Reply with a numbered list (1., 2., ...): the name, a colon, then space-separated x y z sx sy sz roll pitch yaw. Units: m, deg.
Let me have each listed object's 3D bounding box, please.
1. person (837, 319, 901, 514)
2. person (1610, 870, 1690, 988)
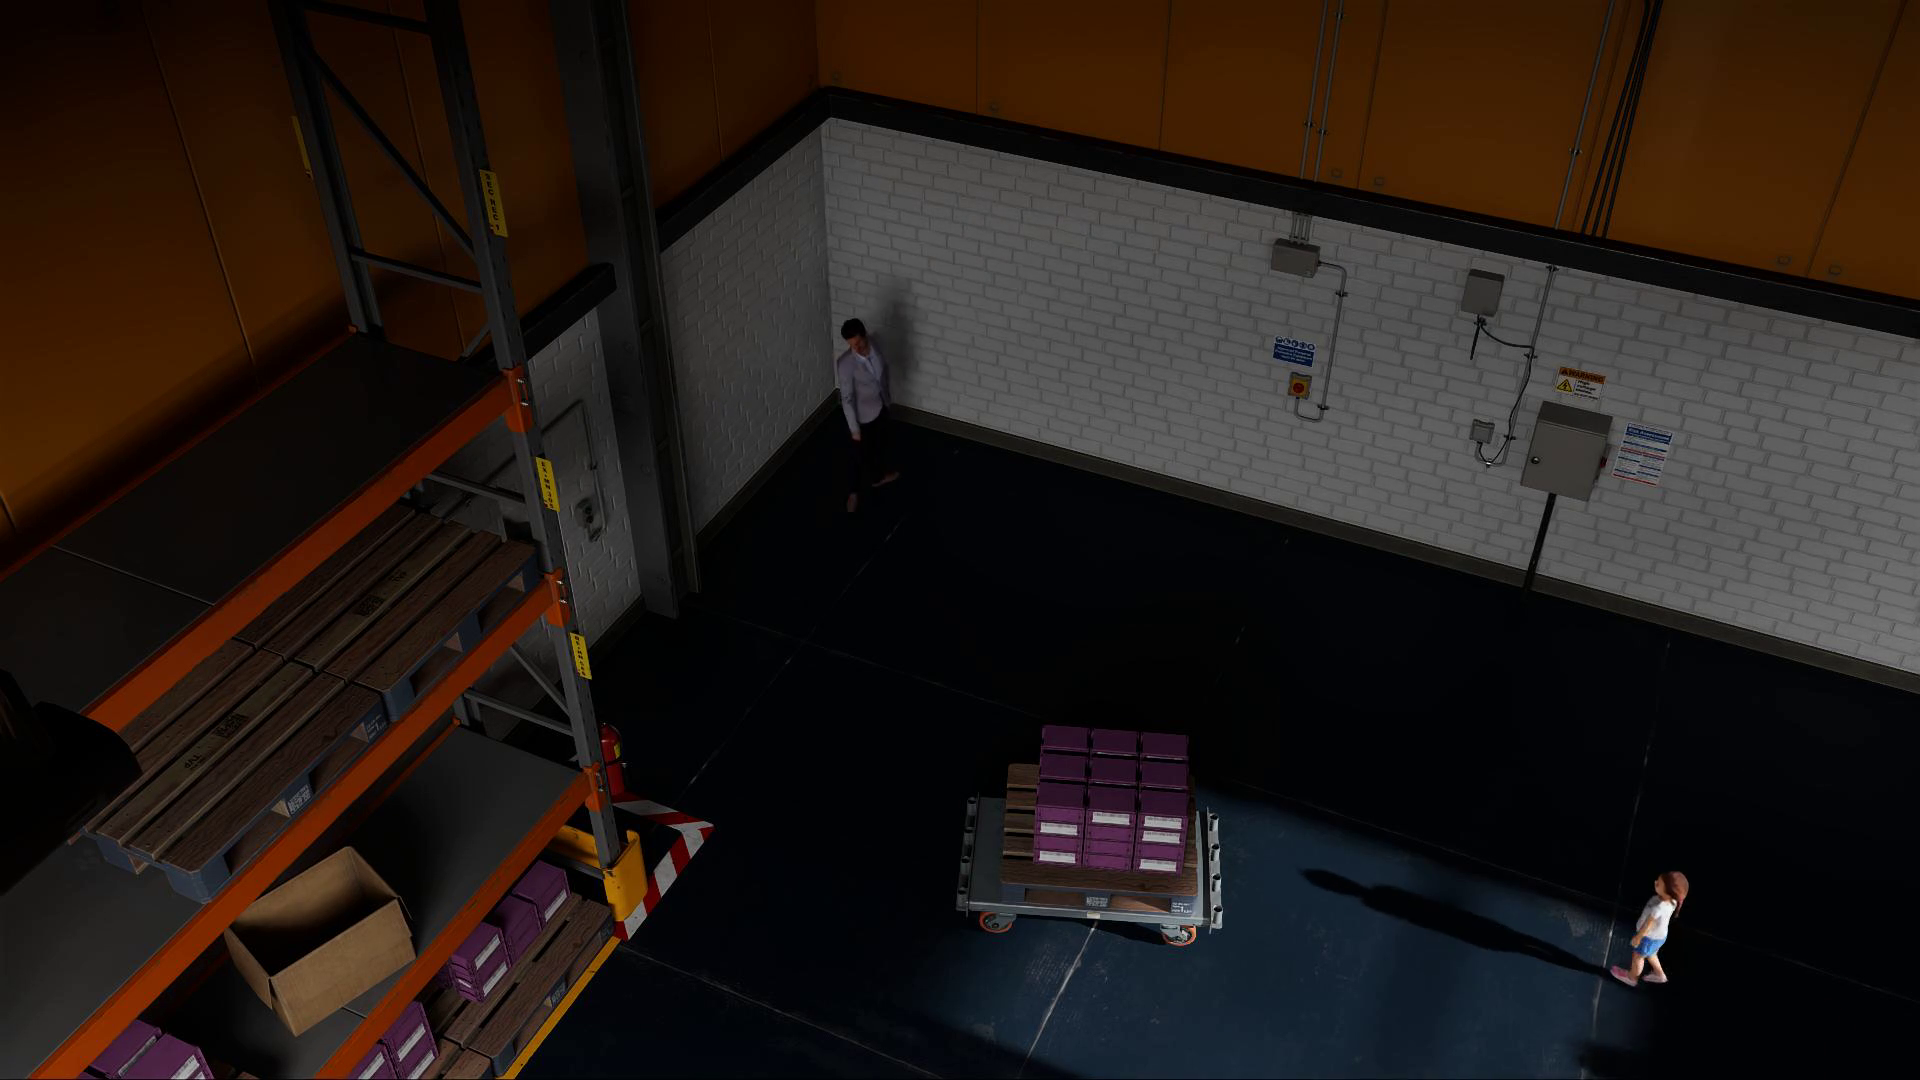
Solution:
1. person: -0.740 -1.110 13.633 0.952 1.809 0.607 17 42 20
2. person: 4.176 2.351 9.937 0.553 1.014 0.520 29 47 32
